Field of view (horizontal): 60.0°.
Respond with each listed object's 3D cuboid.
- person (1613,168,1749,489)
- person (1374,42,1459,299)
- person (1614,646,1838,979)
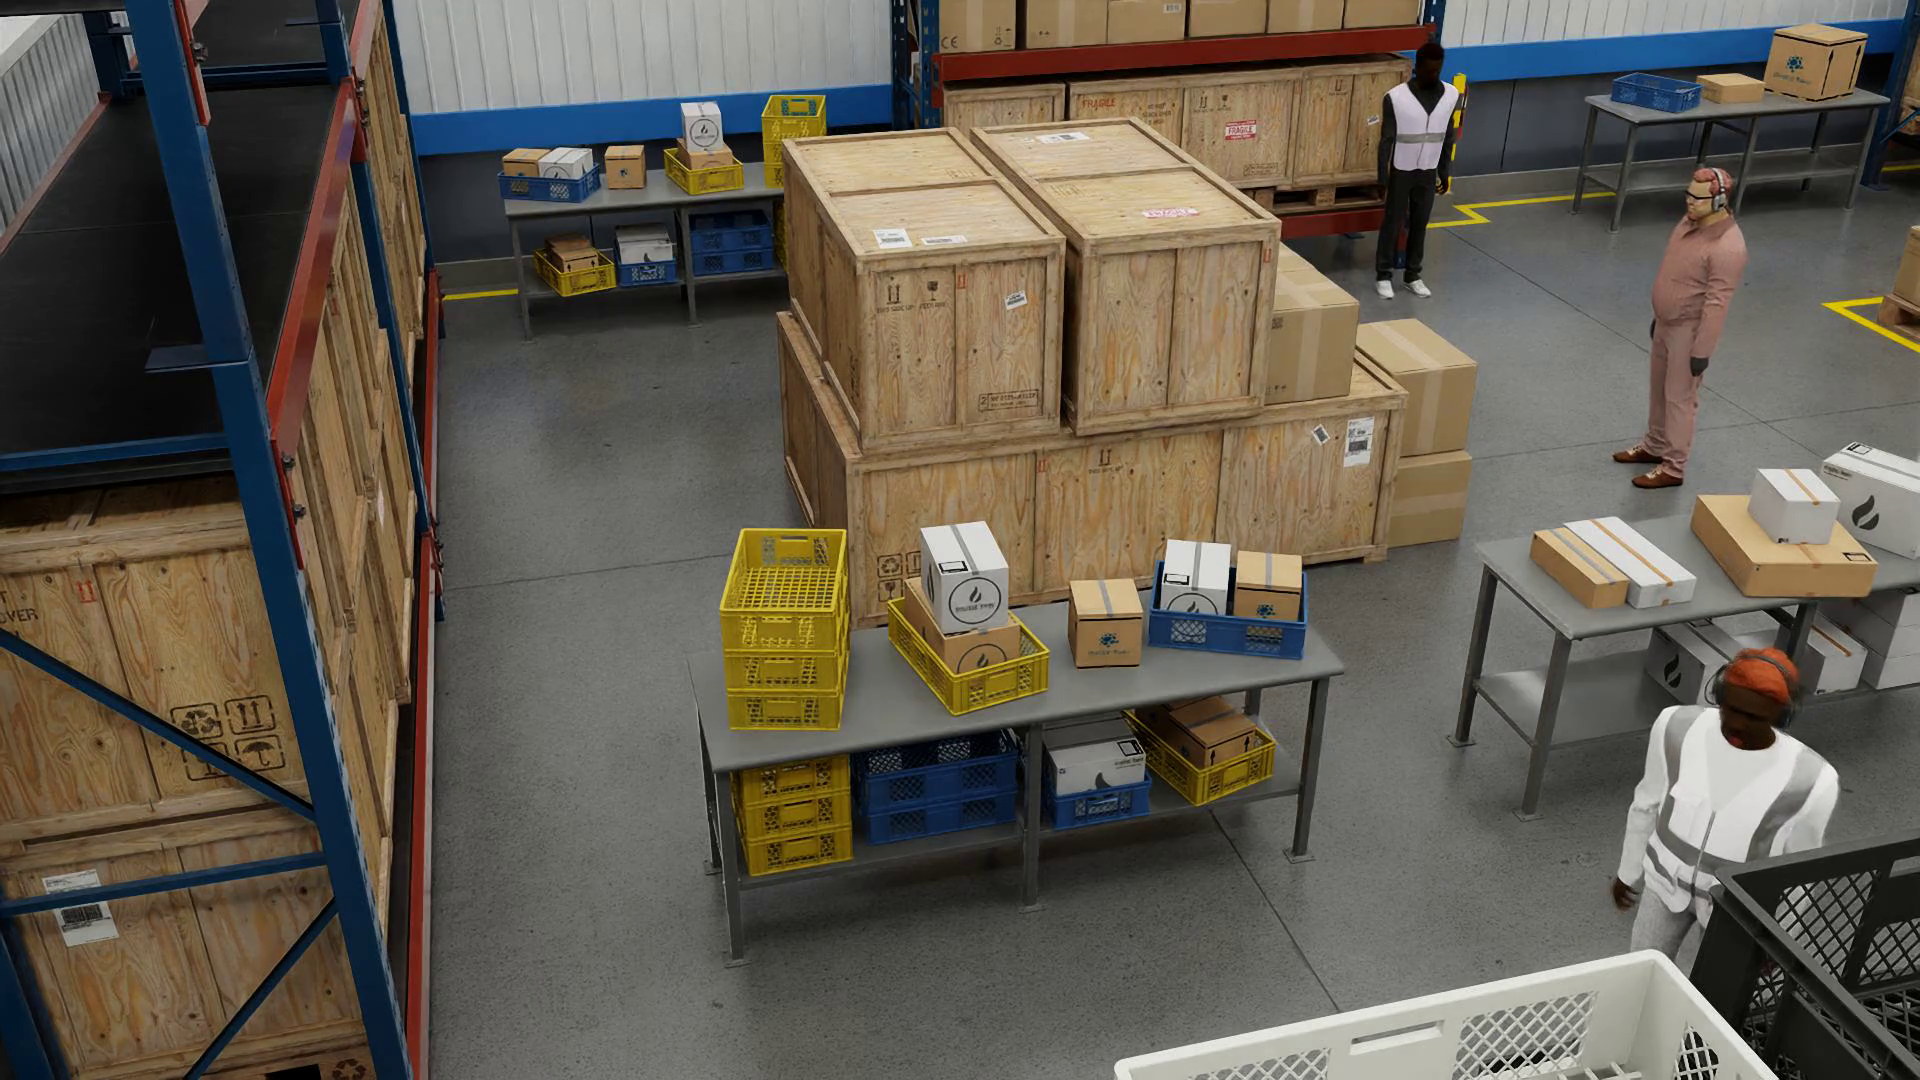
[{"bbox_3d":[4.181,-1.219,9.633,0.400,1.900,0.648,0,29,0],"label":"person"},{"bbox_3d":[3.371,-2.750,12.398,0.597,1.910,0.403,-7,30,-13],"label":"person"},{"bbox_3d":[2.388,1.148,5.354,0.571,1.879,0.353,25,38,38],"label":"person"}]
